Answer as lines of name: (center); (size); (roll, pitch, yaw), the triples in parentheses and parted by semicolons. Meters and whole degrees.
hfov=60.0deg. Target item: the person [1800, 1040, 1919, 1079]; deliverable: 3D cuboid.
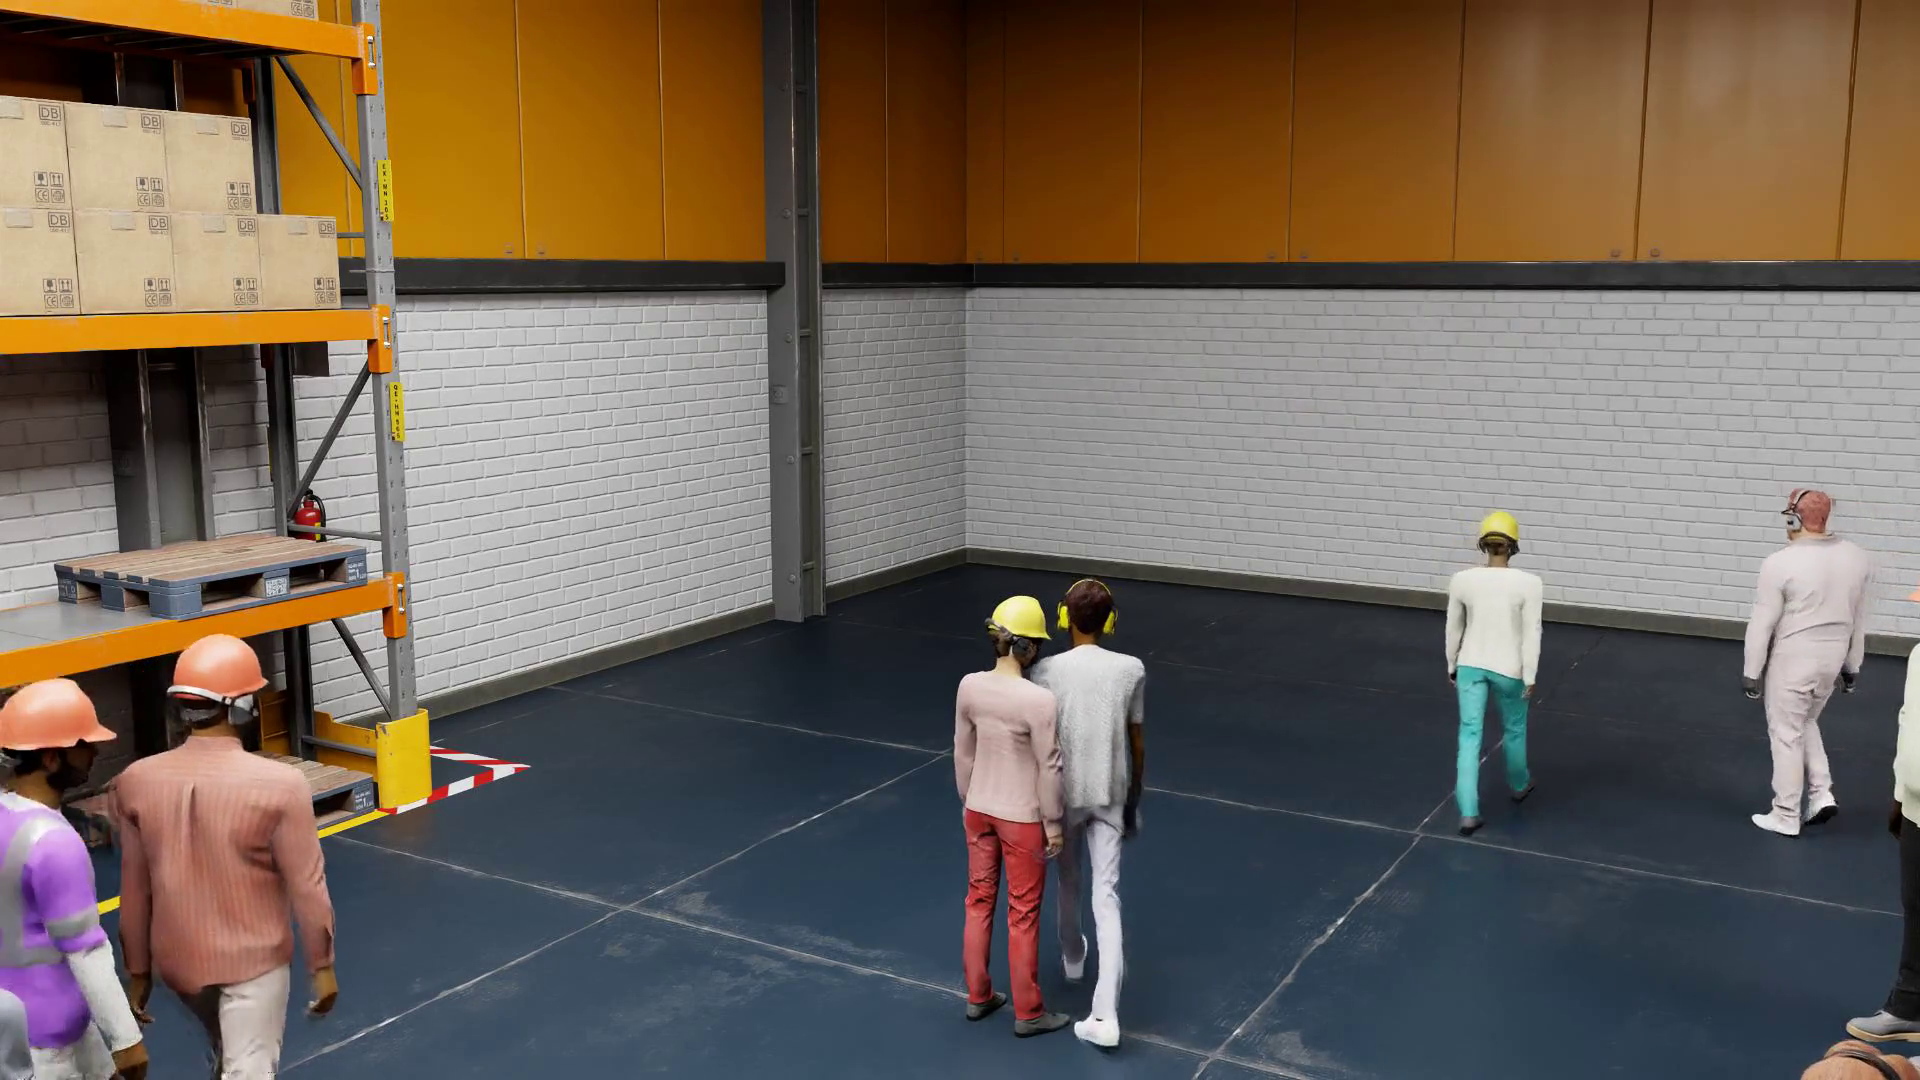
person: (1.601, 1.730, 3.094); (0.312, 1.634, 0.517); (-7, 12, -38)

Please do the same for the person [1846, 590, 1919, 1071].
person: (3.724, 1.037, 6.286); (0.393, 1.995, 0.612); (-1, 9, -4)

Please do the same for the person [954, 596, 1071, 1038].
person: (0.208, 1.096, 6.663); (0.525, 1.759, 0.337); (9, 13, 43)

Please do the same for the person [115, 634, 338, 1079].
person: (-2.233, 1.263, 5.023); (0.635, 1.959, 0.986); (1, 9, 7)

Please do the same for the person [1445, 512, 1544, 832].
person: (2.965, 0.704, 9.222); (0.545, 1.706, 0.957); (6, 11, 31)

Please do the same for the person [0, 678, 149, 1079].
person: (-2.563, 1.327, 4.822); (1.033, 1.875, 0.570); (-9, 13, -43)

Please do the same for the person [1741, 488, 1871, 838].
person: (4.498, 0.662, 8.939); (0.672, 1.891, 0.431); (-3, 9, -16)

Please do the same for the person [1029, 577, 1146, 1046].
person: (0.506, 1.070, 6.763); (0.513, 1.797, 1.015); (0, 9, -3)

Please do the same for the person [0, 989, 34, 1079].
person: (-2.491, 1.595, 3.992); (0.529, 1.614, 0.430); (-6, 11, -34)
